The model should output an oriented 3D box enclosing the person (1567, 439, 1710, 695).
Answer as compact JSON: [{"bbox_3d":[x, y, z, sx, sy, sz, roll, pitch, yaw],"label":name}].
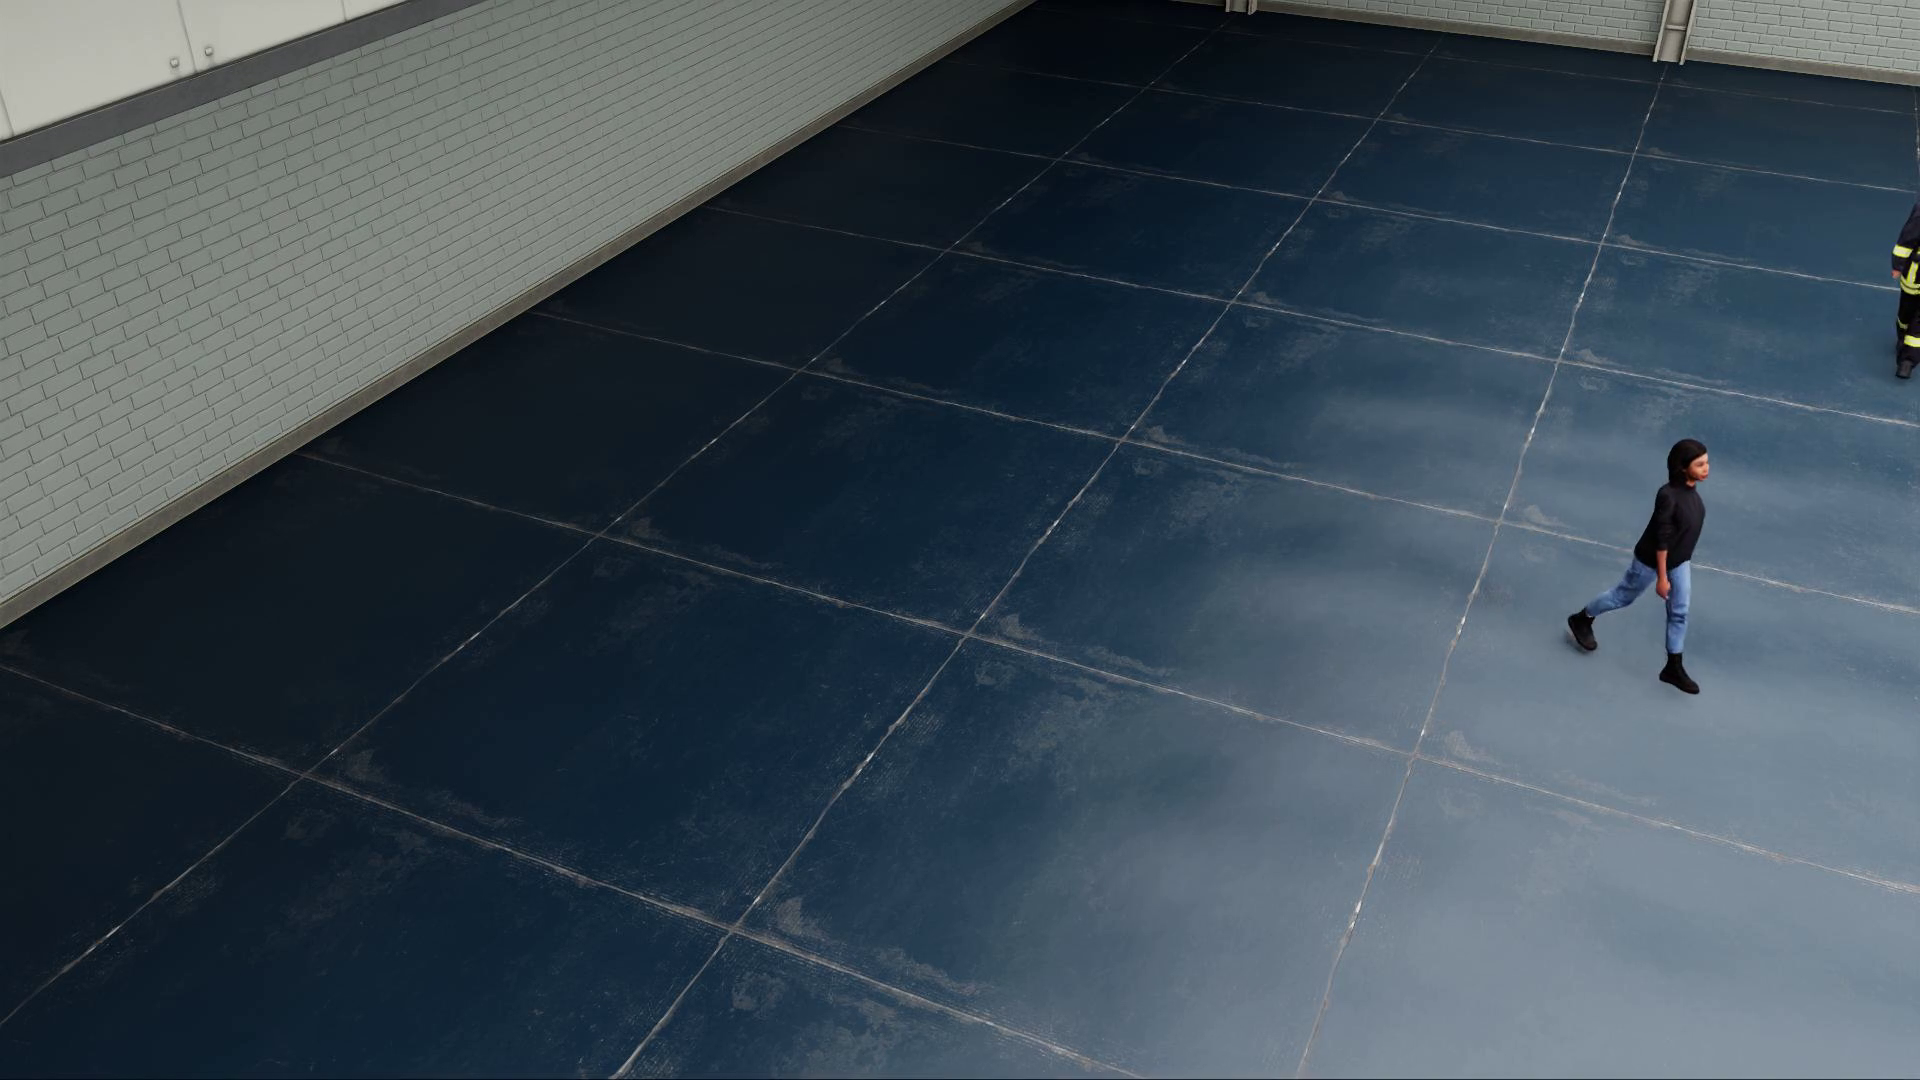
[{"bbox_3d":[4.308,0.120,10.465,0.942,1.665,1.215,-21,38,-30],"label":"person"}]

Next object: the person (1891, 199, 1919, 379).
[{"bbox_3d":[8.330,-2.383,14.224,1.164,1.887,0.948,18,37,27],"label":"person"}]
